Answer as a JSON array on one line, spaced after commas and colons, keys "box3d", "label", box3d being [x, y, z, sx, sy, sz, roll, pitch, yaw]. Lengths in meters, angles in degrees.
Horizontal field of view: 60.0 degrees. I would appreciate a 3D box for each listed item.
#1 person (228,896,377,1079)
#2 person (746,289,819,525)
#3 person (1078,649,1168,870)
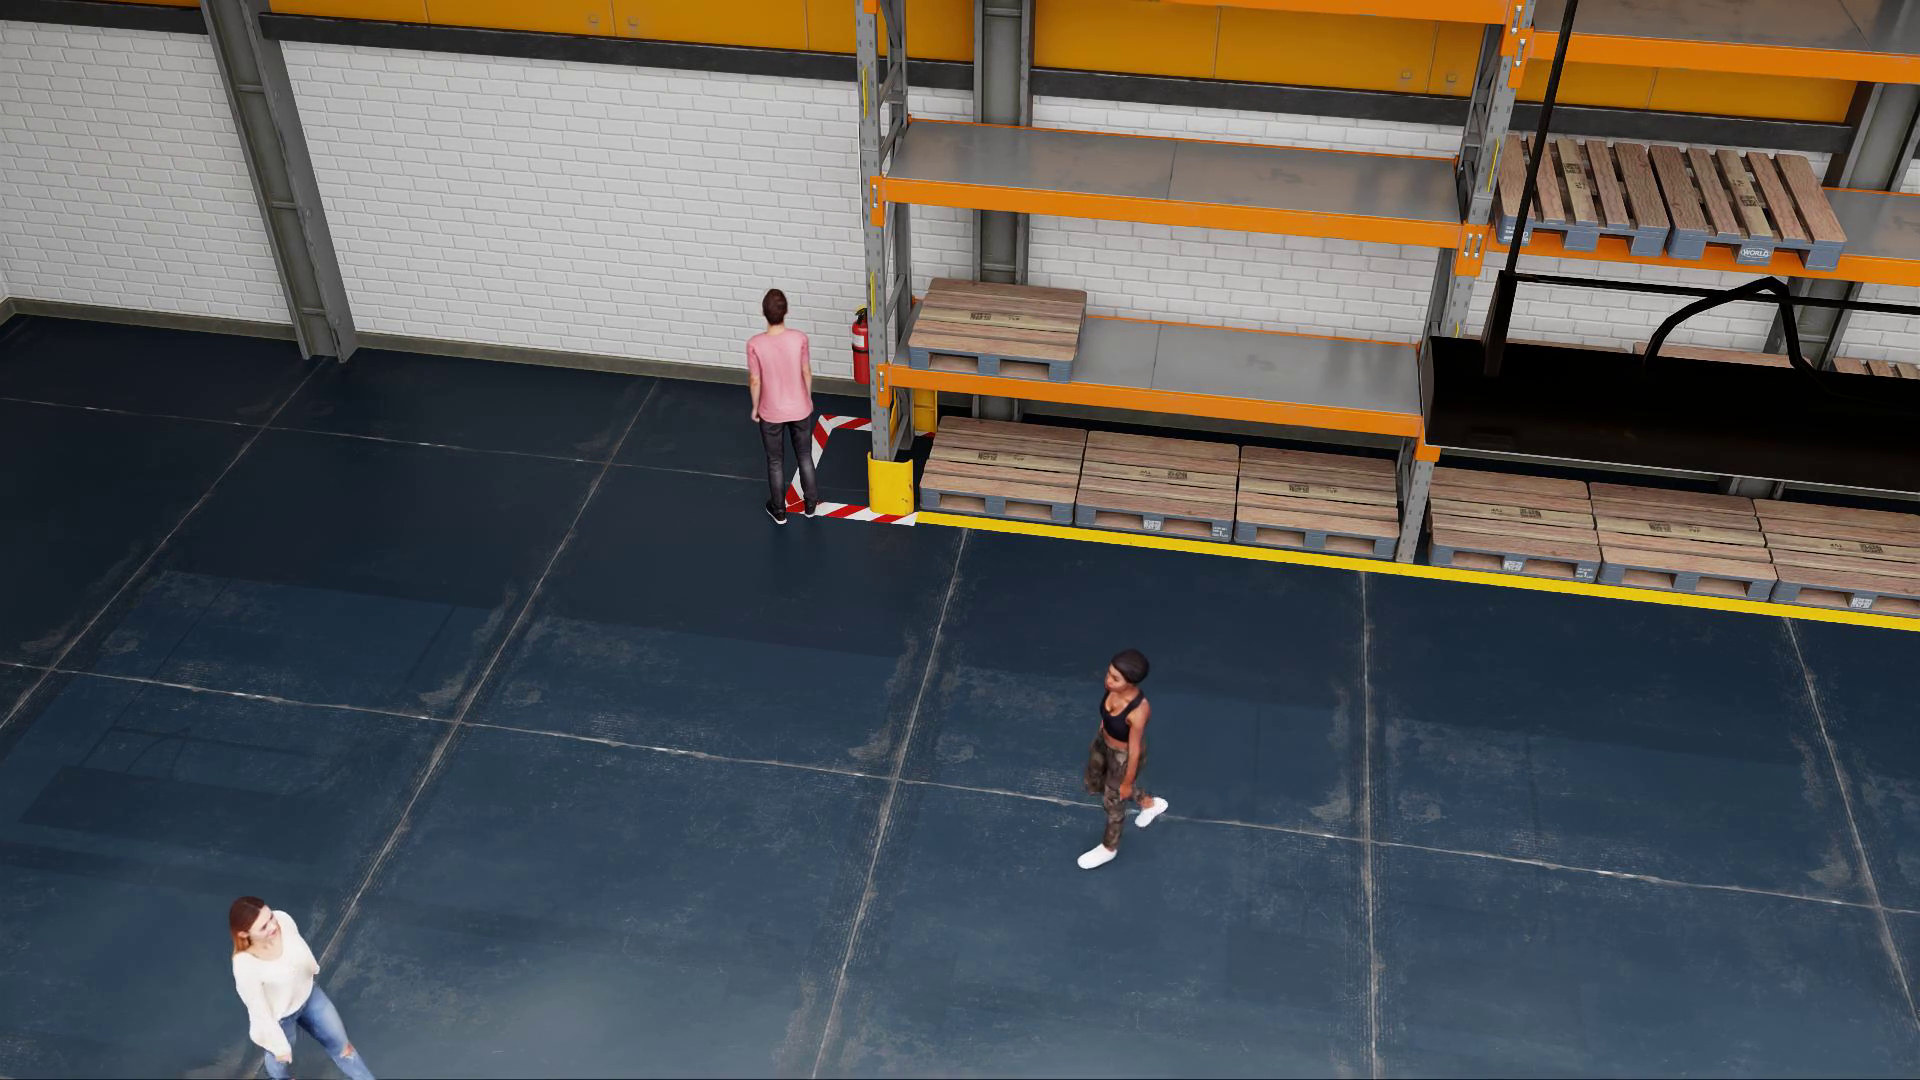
[{"box3d": [-3.464, 2.360, 8.396, 1.047, 1.658, 0.756, 12, 40, 14], "label": "person"}, {"box3d": [-1.305, -0.974, 12.330, 0.643, 1.959, 0.767, -11, 40, -13], "label": "person"}, {"box3d": [1.008, 1.260, 9.751, 0.942, 1.686, 0.820, -13, 40, -16], "label": "person"}]
